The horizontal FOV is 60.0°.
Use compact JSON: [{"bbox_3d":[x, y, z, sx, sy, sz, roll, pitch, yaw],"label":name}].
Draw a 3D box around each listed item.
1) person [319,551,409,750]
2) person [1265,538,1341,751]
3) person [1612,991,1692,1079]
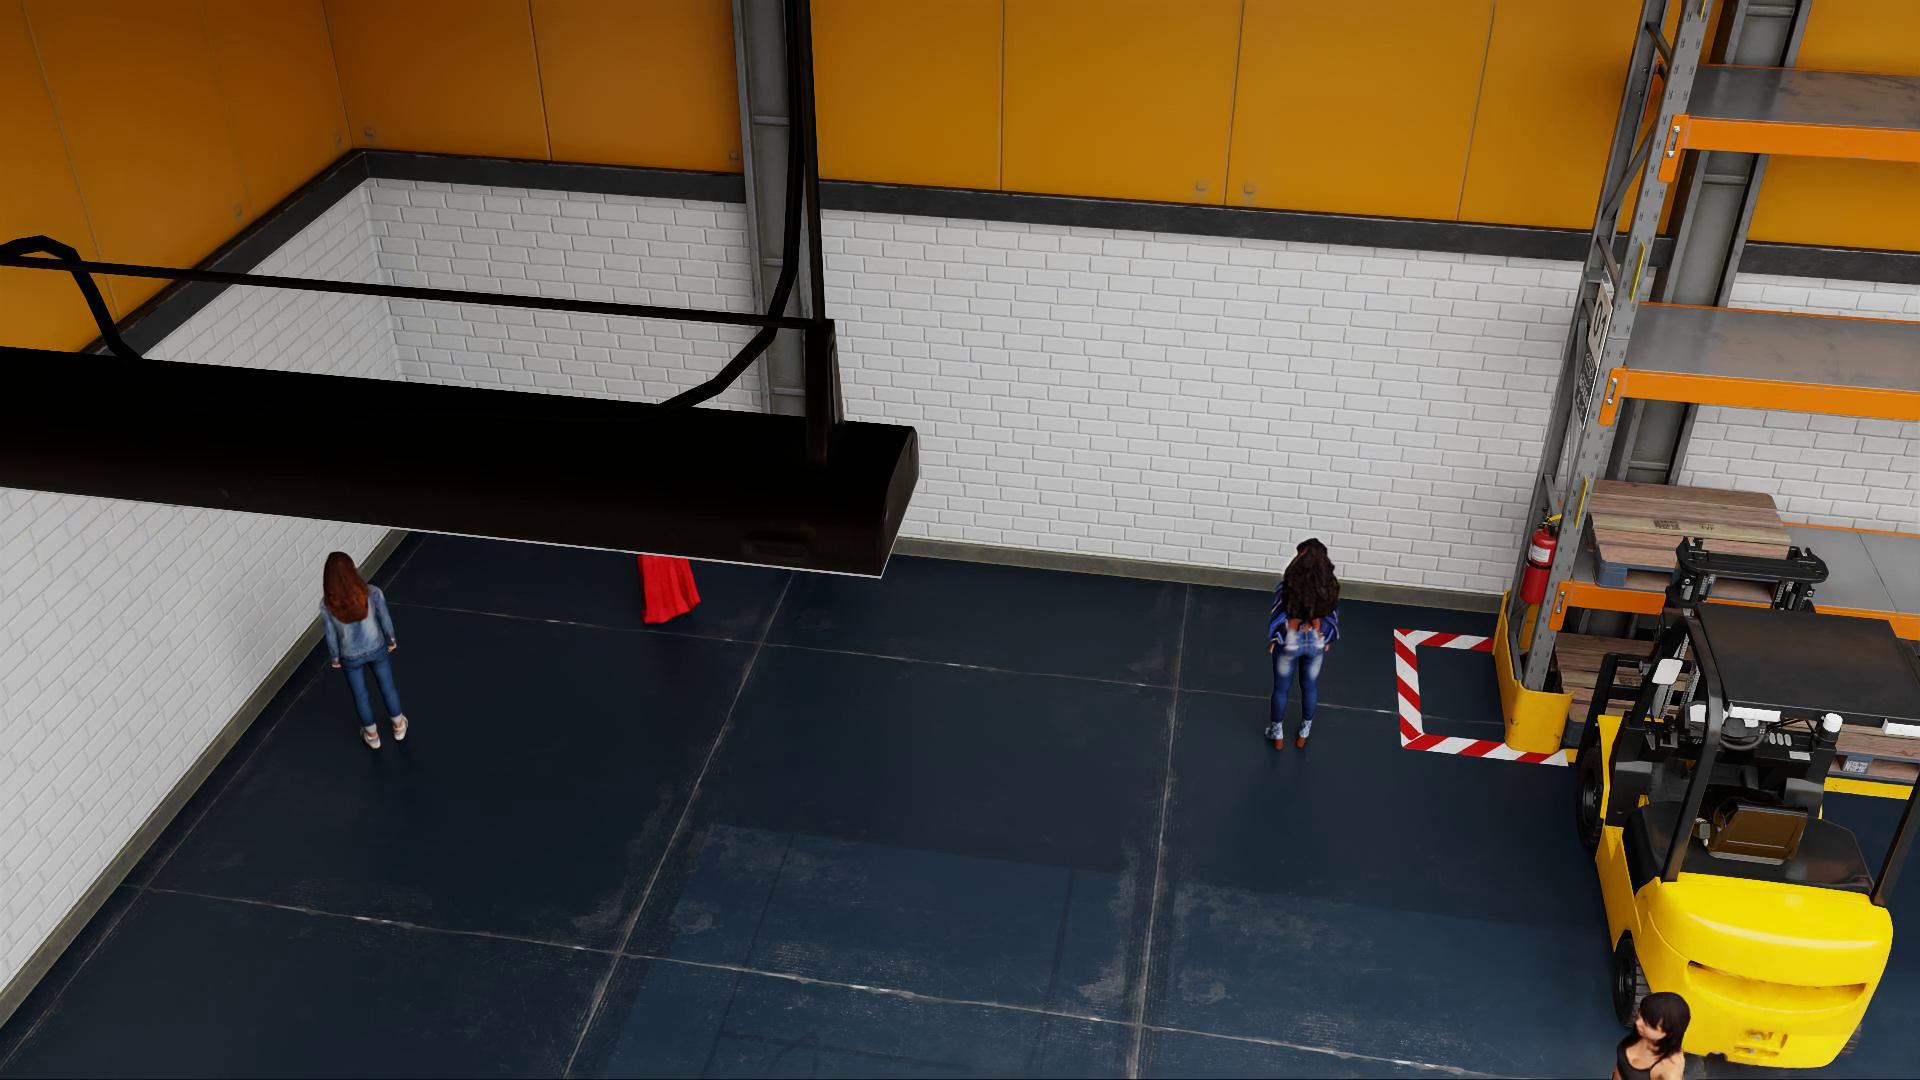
[{"bbox_3d":[-3.872,0.710,10.772,0.618,1.476,0.702,-17,37,-23],"label":"person"},{"bbox_3d":[2.192,0.667,10.710,0.550,1.616,0.709,-1,34,-1],"label":"person"},{"bbox_3d":[3.188,2.647,7.713,0.769,1.637,0.684,-4,34,-5],"label":"person"}]
